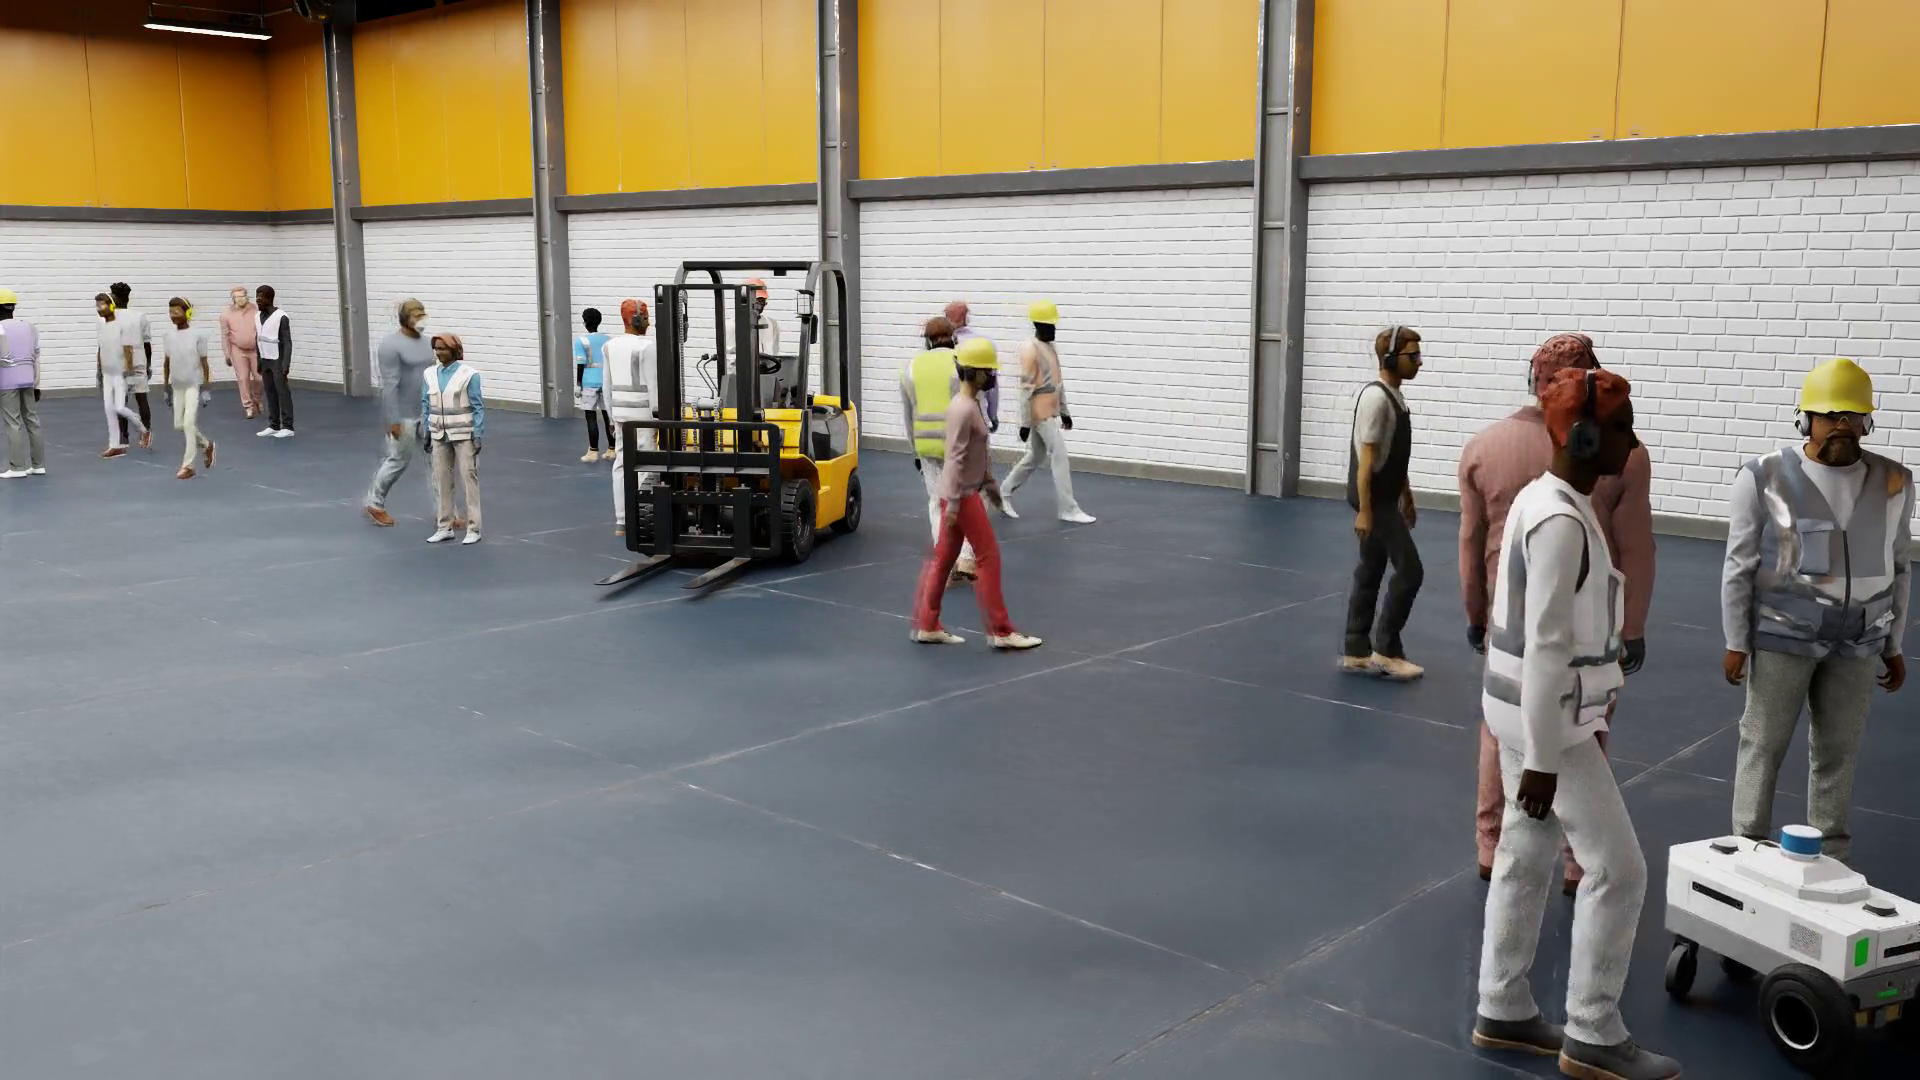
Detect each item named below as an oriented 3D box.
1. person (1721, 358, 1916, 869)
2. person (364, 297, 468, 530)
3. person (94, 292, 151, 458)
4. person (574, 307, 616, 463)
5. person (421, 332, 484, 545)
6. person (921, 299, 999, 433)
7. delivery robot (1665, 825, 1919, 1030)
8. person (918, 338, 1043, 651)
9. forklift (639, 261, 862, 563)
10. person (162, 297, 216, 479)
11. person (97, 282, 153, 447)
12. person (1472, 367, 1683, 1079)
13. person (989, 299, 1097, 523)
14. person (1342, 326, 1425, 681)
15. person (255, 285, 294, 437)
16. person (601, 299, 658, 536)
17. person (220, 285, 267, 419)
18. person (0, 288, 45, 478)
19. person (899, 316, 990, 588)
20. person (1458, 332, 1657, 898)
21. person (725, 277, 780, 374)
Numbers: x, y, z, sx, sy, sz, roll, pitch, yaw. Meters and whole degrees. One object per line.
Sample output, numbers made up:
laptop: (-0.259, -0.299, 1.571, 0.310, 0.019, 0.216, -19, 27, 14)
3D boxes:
person: (2.832, 0.317, 5.502, 0.599, 1.832, 0.404, 1, 9, 5)
person: (-4.483, -1.029, 13.566, 0.972, 1.902, 0.643, 4, 10, 25)
person: (-9.511, -1.857, 18.771, 0.552, 1.850, 0.537, 4, 10, 21)
person: (-4.007, -1.701, 18.282, 0.318, 1.697, 0.540, 8, 12, 39)
person: (-3.908, -0.781, 12.827, 0.523, 1.638, 0.311, 3, 10, 17)
person: (-0.005, -1.028, 13.612, 0.656, 1.880, 0.756, 0, 9, 2)
delivery robot: (2.344, 1.044, 4.667, 0.477, 0.478, 0.707, -4, 10, -22)
person: (0.125, -0.242, 9.248, 0.811, 1.735, 0.543, 0, 9, 2)
forklift: (-1.552, -1.040, 12.721, 1.214, 2.155, 2.313, 2, 9, 11)
person: (-7.880, -1.563, 17.023, 0.512, 1.846, 0.738, 2, 9, 9)
person: (-9.939, -2.086, 19.832, 0.367, 1.966, 0.607, 8, 12, 40)
person: (1.675, 0.495, 4.319, 0.650, 1.865, 0.616, 2, 10, 15)
person: (0.677, -1.082, 13.957, 0.929, 1.876, 0.599, 3, 10, 16)
person: (2.256, -0.177, 8.542, 0.592, 1.826, 0.551, 4, 10, 23)
person: (-8.669, -2.257, 21.030, 0.591, 1.916, 0.383, 6, 11, 32)
person: (-2.568, -0.956, 13.151, 0.573, 1.885, 0.356, 7, 11, 35)
person: (-10.087, -2.650, 23.526, 0.662, 1.885, 0.426, -4, 10, -25)
person: (-9.617, -1.586, 16.885, 0.388, 1.926, 0.590, 4, 10, 21)
person: (-0.066, -0.582, 11.093, 0.690, 1.807, 0.451, 5, 11, 29)
person: (2.021, 0.255, 5.660, 0.642, 1.909, 0.410, 6, 11, 34)
person: (-1.880, -1.395, 15.357, 0.616, 2.041, 0.377, -8, 12, -42)
